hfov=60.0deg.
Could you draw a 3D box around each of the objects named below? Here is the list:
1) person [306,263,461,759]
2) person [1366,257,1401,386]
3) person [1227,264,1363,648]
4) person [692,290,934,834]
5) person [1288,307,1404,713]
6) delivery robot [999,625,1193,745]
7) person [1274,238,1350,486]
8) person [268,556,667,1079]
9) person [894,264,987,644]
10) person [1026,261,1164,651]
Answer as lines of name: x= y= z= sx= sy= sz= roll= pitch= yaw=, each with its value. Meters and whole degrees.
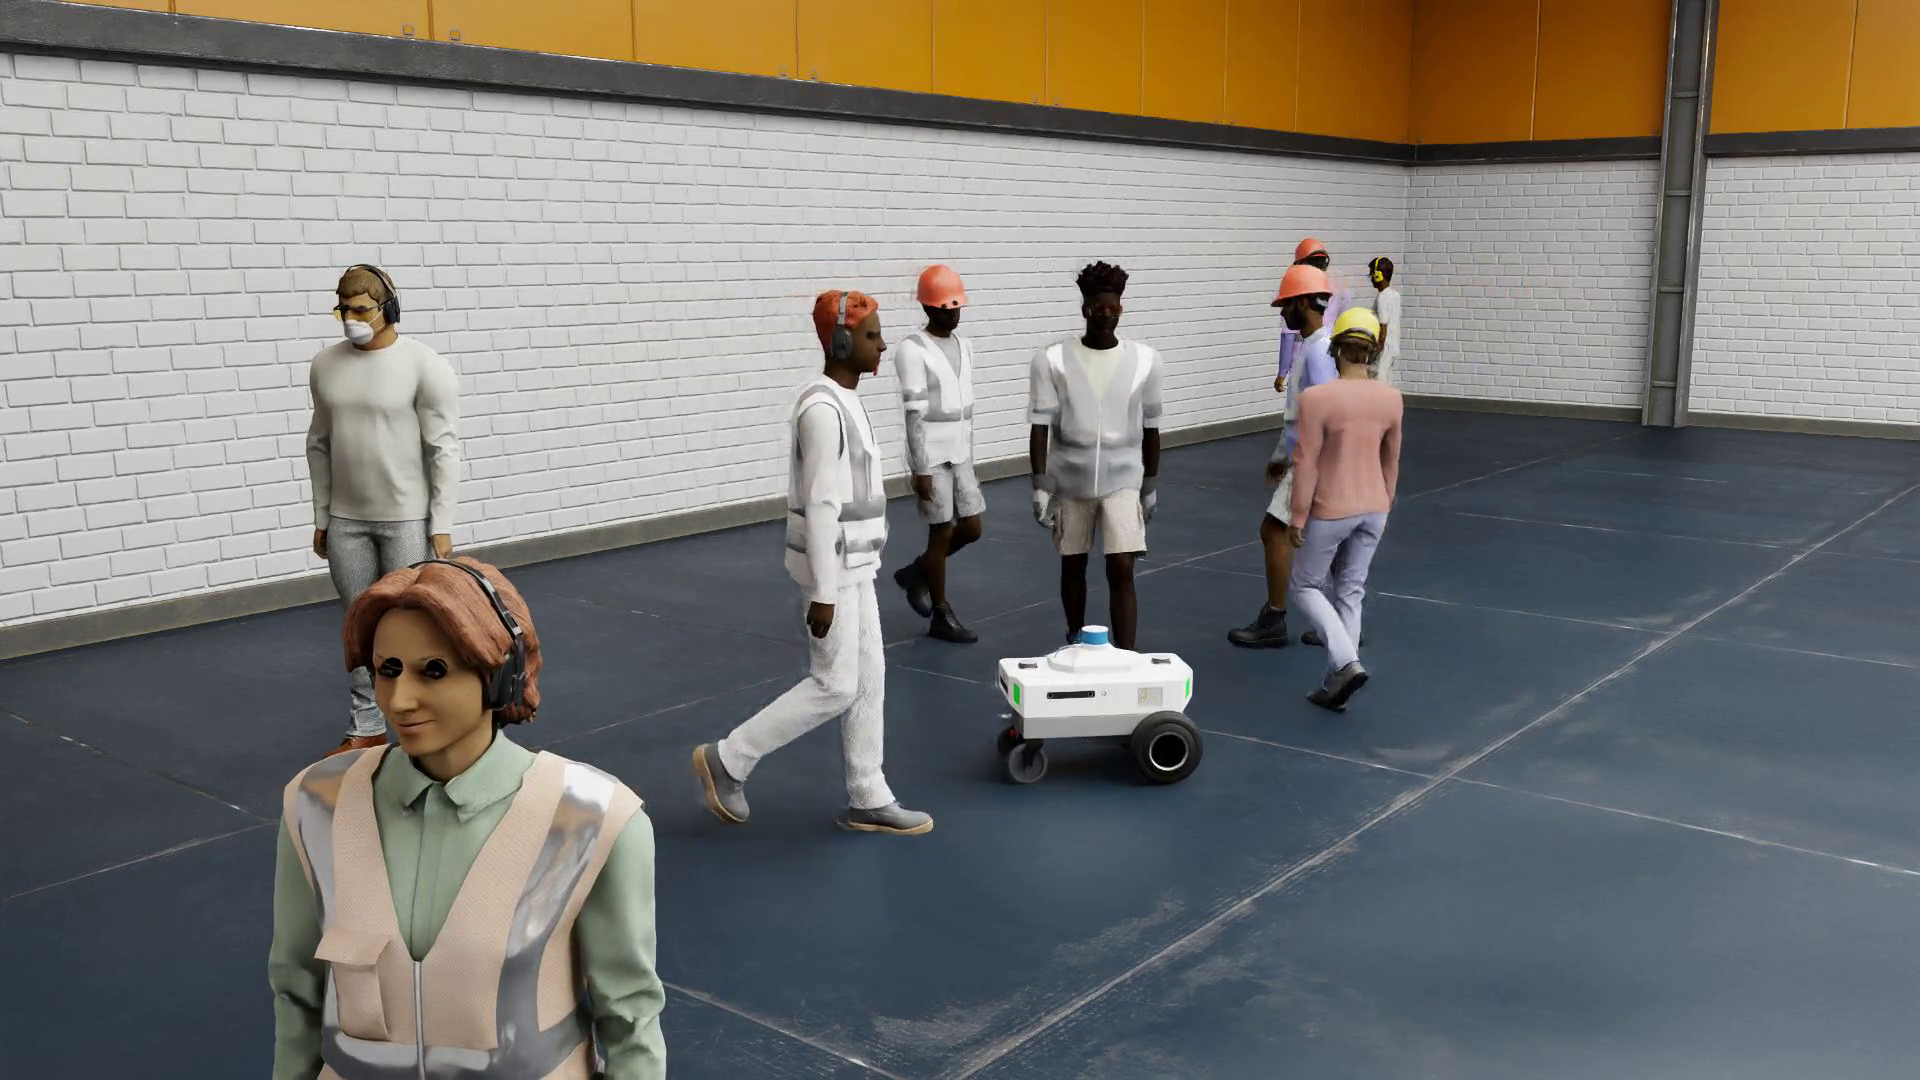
person: x=-2.187 y=-0.070 z=6.312 sx=0.627 sy=1.936 sz=0.371 roll=3 pitch=11 yaw=15
person: x=3.915 y=-1.690 z=15.489 sx=0.326 sy=1.865 sz=0.519 roll=5 pitch=12 yaw=28
person: x=1.665 y=-0.404 z=8.251 sx=0.807 sy=1.895 sz=0.550 roll=3 pitch=11 yaw=15
person: x=-0.492 y=0.101 z=5.568 sx=0.724 sy=1.867 sz=0.584 roll=1 pitch=10 yaw=5
person: x=1.650 y=-0.109 z=7.056 sx=0.536 sy=1.739 sz=0.448 roll=-4 pitch=11 yaw=-23
delivery robot: x=0.509 y=0.570 z=6.333 sx=0.707 sy=0.478 sz=0.477 roll=-1 pitch=10 yaw=-7
person: x=2.795 y=-1.384 z=13.312 sx=0.605 sy=2.037 sz=0.388 roll=-4 pitch=11 yaw=-19
person: x=-0.630 y=0.827 z=2.158 sx=0.514 sy=1.642 sz=0.310 roll=1 pitch=10 yaw=6
person: x=-0.138 y=-0.425 z=8.375 sx=0.539 sy=1.910 sz=0.553 roll=8 pitch=13 yaw=38
person: x=0.595 y=-0.246 z=7.302 sx=0.609 sy=1.917 sz=0.984 roll=0 pitch=10 yaw=2
